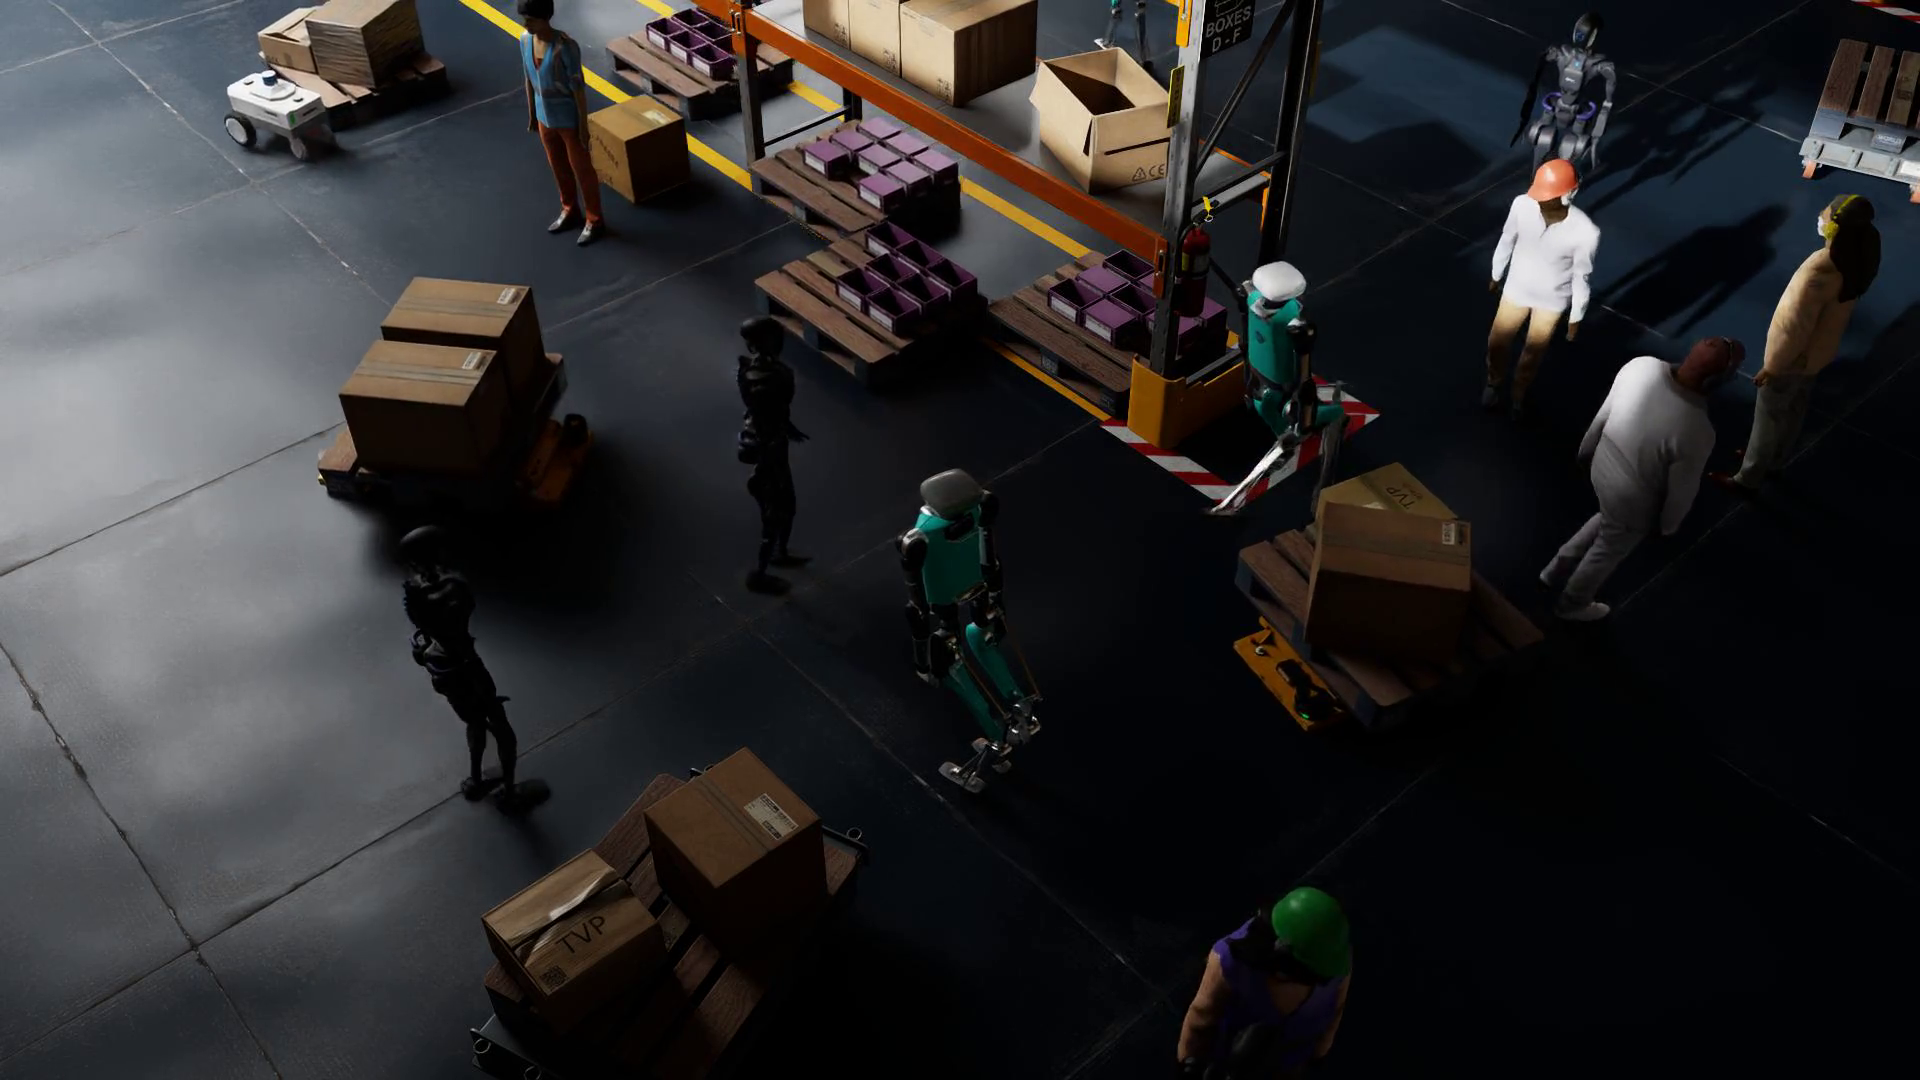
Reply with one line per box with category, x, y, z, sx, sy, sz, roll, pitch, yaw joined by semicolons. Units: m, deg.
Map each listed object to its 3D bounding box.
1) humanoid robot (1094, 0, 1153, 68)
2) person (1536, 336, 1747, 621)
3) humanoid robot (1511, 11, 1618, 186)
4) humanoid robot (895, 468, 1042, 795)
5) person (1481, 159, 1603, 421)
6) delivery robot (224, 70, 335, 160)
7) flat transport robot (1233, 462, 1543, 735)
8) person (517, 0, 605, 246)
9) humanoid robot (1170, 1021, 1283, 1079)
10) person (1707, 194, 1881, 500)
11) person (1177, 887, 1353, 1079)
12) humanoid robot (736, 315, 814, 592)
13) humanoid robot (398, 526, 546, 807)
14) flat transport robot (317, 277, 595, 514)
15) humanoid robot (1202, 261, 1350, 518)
humanoid robot;1.320;-4.531;13.009;0.550;1.879;0.791;-20;46;-20
person;3.346;-0.258;8.200;0.454;1.866;0.700;-9;43;-9
humanoid robot;4.029;-2.762;11.096;0.610;1.634;0.764;23;47;23
humanoid robot;0.117;0.501;7.392;0.531;1.689;0.740;-32;51;-30
person;3.317;-1.416;9.555;0.623;1.722;0.423;24;48;24
delivery robot;-5.079;-3.194;12.368;0.799;0.608;0.499;22;47;22
flat transport robot;2.194;0.484;8.568;1.431;0.231;0.659;-19;46;-20
person;-2.666;-2.807;11.048;0.495;1.759;0.335;21;47;22
humanoid robot;0.912;2.213;5.667;0.591;1.663;0.393;21;47;22
person;4.561;-1.021;9.020;0.562;1.875;0.390;-28;50;-27
person;1.032;1.807;5.918;0.623;1.908;0.477;-7;43;-7
humanoid robot;-0.974;-0.454;8.549;0.394;1.650;0.600;2;43;2
humanoid robot;-2.224;0.563;7.444;0.346;1.661;0.596;-27;49;-26
flat transport robot;-2.918;-0.510;9.650;1.431;0.231;0.659;6;43;6
humanoid robot;1.850;-0.799;8.891;0.905;1.756;0.531;-24;48;-24
